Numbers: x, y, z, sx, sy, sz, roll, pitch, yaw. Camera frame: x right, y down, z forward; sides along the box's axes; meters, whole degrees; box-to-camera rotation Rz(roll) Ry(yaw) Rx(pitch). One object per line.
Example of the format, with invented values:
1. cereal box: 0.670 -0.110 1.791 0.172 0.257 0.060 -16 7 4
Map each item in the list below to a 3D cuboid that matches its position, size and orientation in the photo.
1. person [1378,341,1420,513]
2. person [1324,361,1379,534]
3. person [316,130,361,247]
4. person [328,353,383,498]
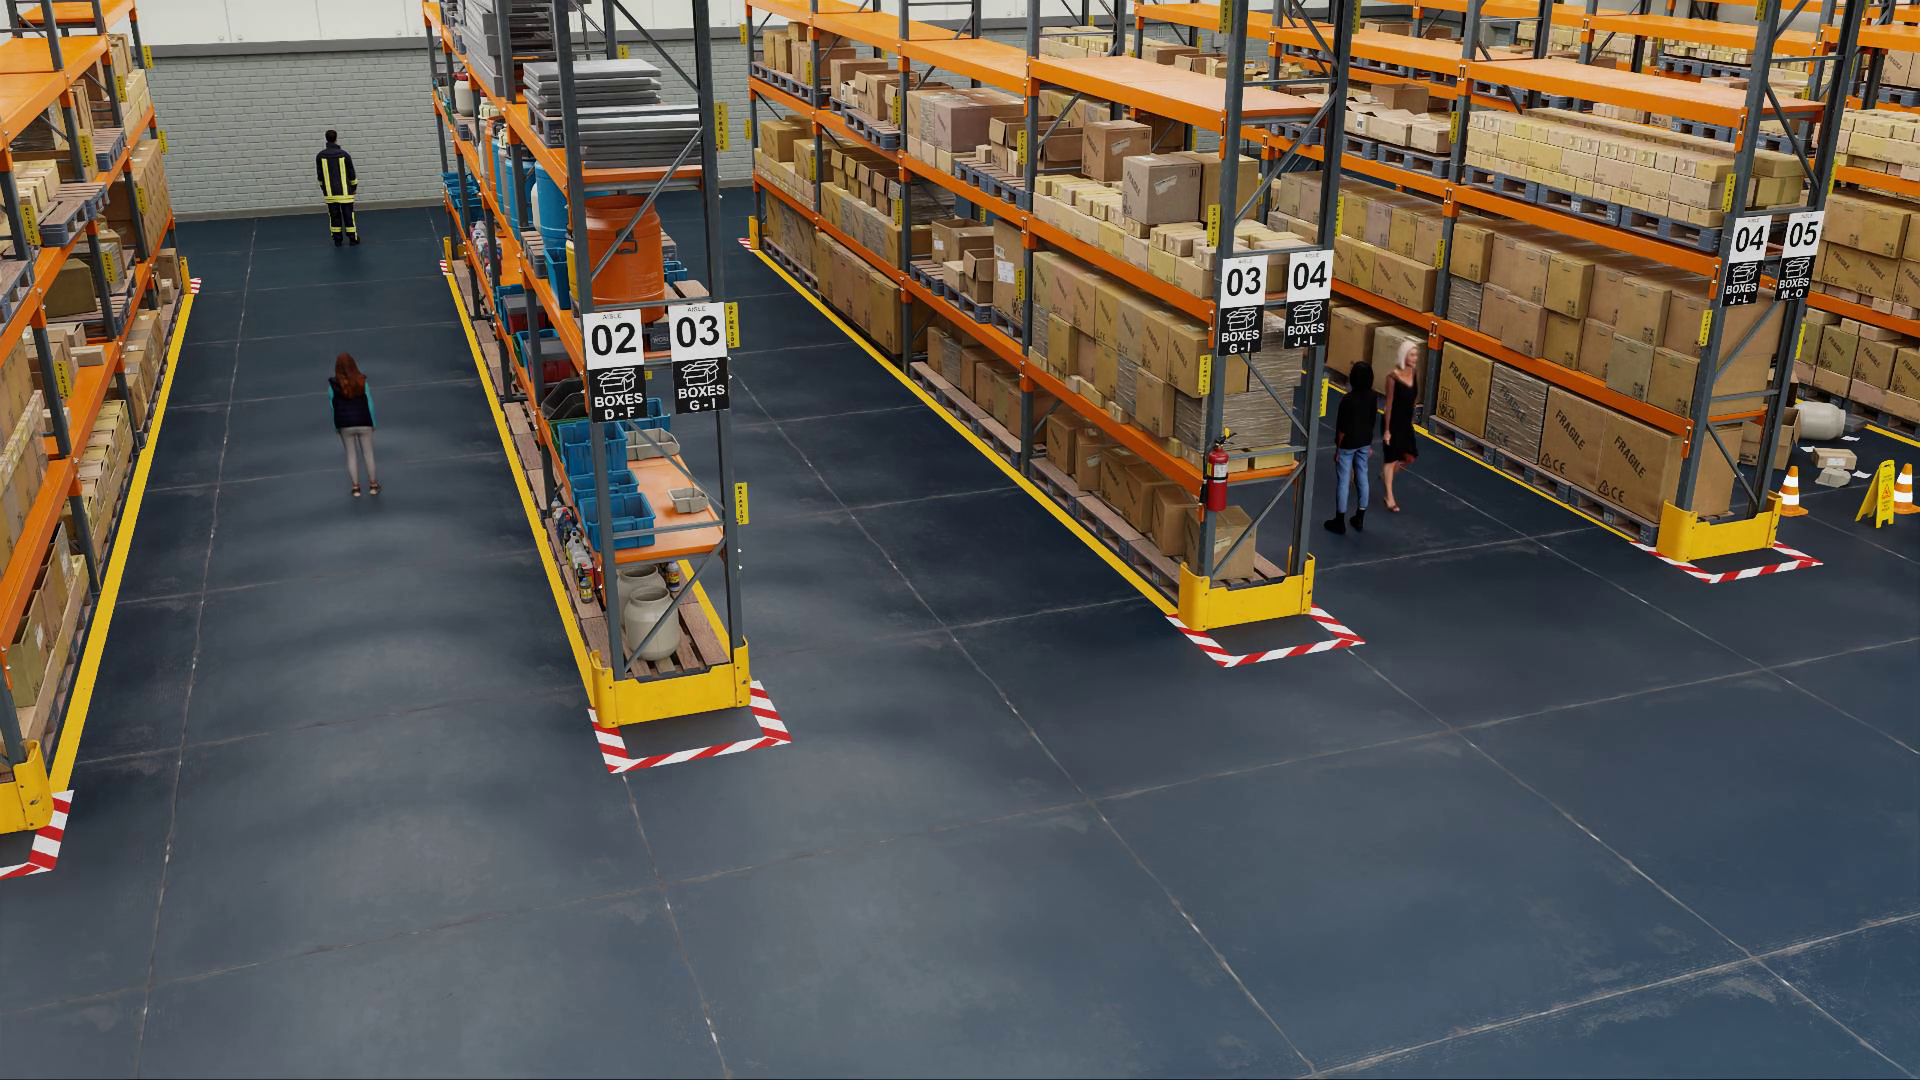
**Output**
1. person: 4.310 -1.152 16.572 0.651 1.735 0.741 -11 25 -25
2. person: 3.788 -0.897 15.993 0.563 1.702 0.523 -8 24 -19
3. person: -10.480 -5.938 28.020 0.822 1.928 0.708 -4 23 -11
4. person: -6.172 -1.183 16.959 0.583 1.500 0.589 -6 23 -15
